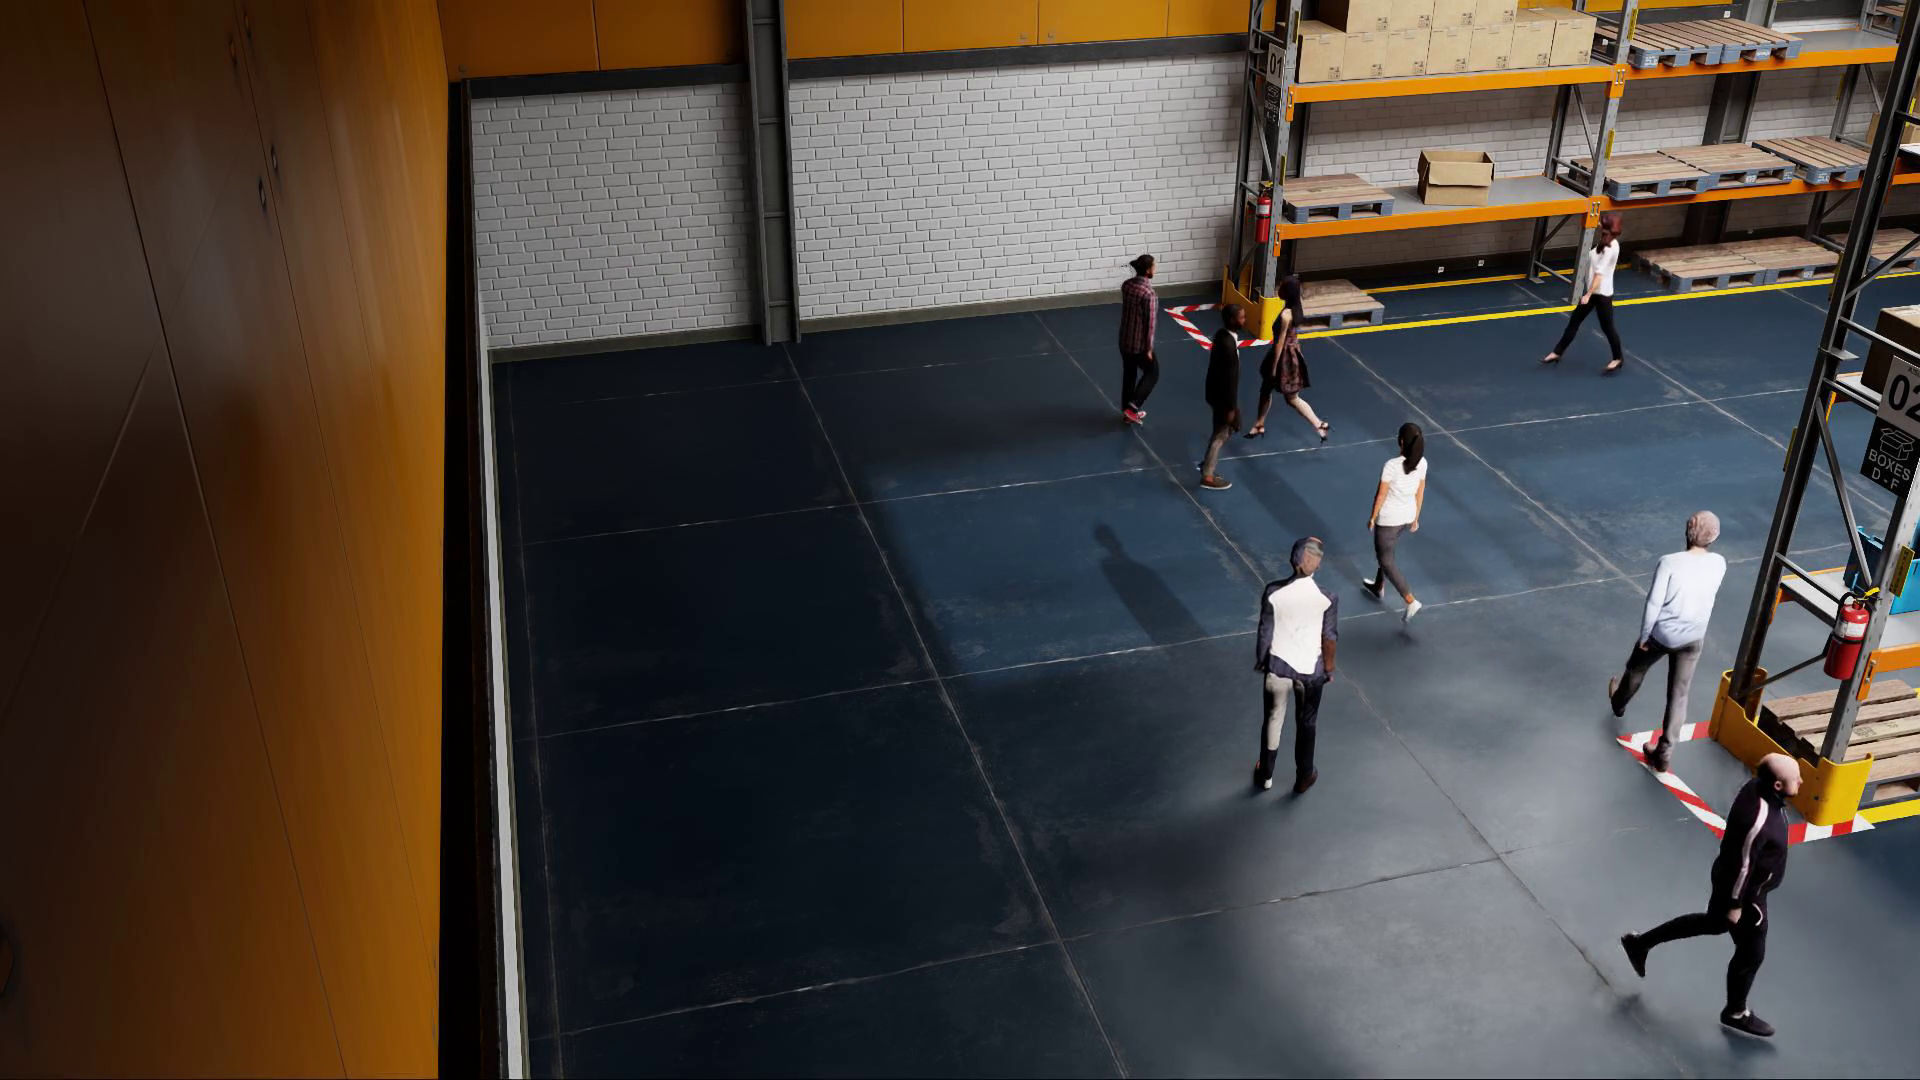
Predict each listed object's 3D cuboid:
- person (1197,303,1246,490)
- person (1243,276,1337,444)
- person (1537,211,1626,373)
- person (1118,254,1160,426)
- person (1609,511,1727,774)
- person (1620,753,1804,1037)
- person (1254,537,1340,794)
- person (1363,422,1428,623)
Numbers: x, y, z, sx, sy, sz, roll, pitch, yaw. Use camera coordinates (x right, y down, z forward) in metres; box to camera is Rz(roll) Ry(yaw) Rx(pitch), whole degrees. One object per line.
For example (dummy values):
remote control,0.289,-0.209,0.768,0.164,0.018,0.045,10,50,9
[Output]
person,2.300,-1.294,15.117,0.764,1.790,0.789,3,29,5
person,3.163,-1.631,15.790,1.179,1.736,1.100,15,32,25
person,6.802,-2.546,17.464,1.202,1.739,0.881,3,29,5
person,1.687,-1.939,16.345,0.835,1.745,0.811,-20,34,-32
person,4.915,0.733,11.350,1.182,1.838,0.971,0,29,1
person,4.216,1.911,9.218,1.213,1.812,1.105,13,31,22
person,2.231,0.840,11.096,0.727,1.893,0.838,9,30,16
person,3.486,-0.127,13.152,1.007,1.622,0.772,-14,31,-23
